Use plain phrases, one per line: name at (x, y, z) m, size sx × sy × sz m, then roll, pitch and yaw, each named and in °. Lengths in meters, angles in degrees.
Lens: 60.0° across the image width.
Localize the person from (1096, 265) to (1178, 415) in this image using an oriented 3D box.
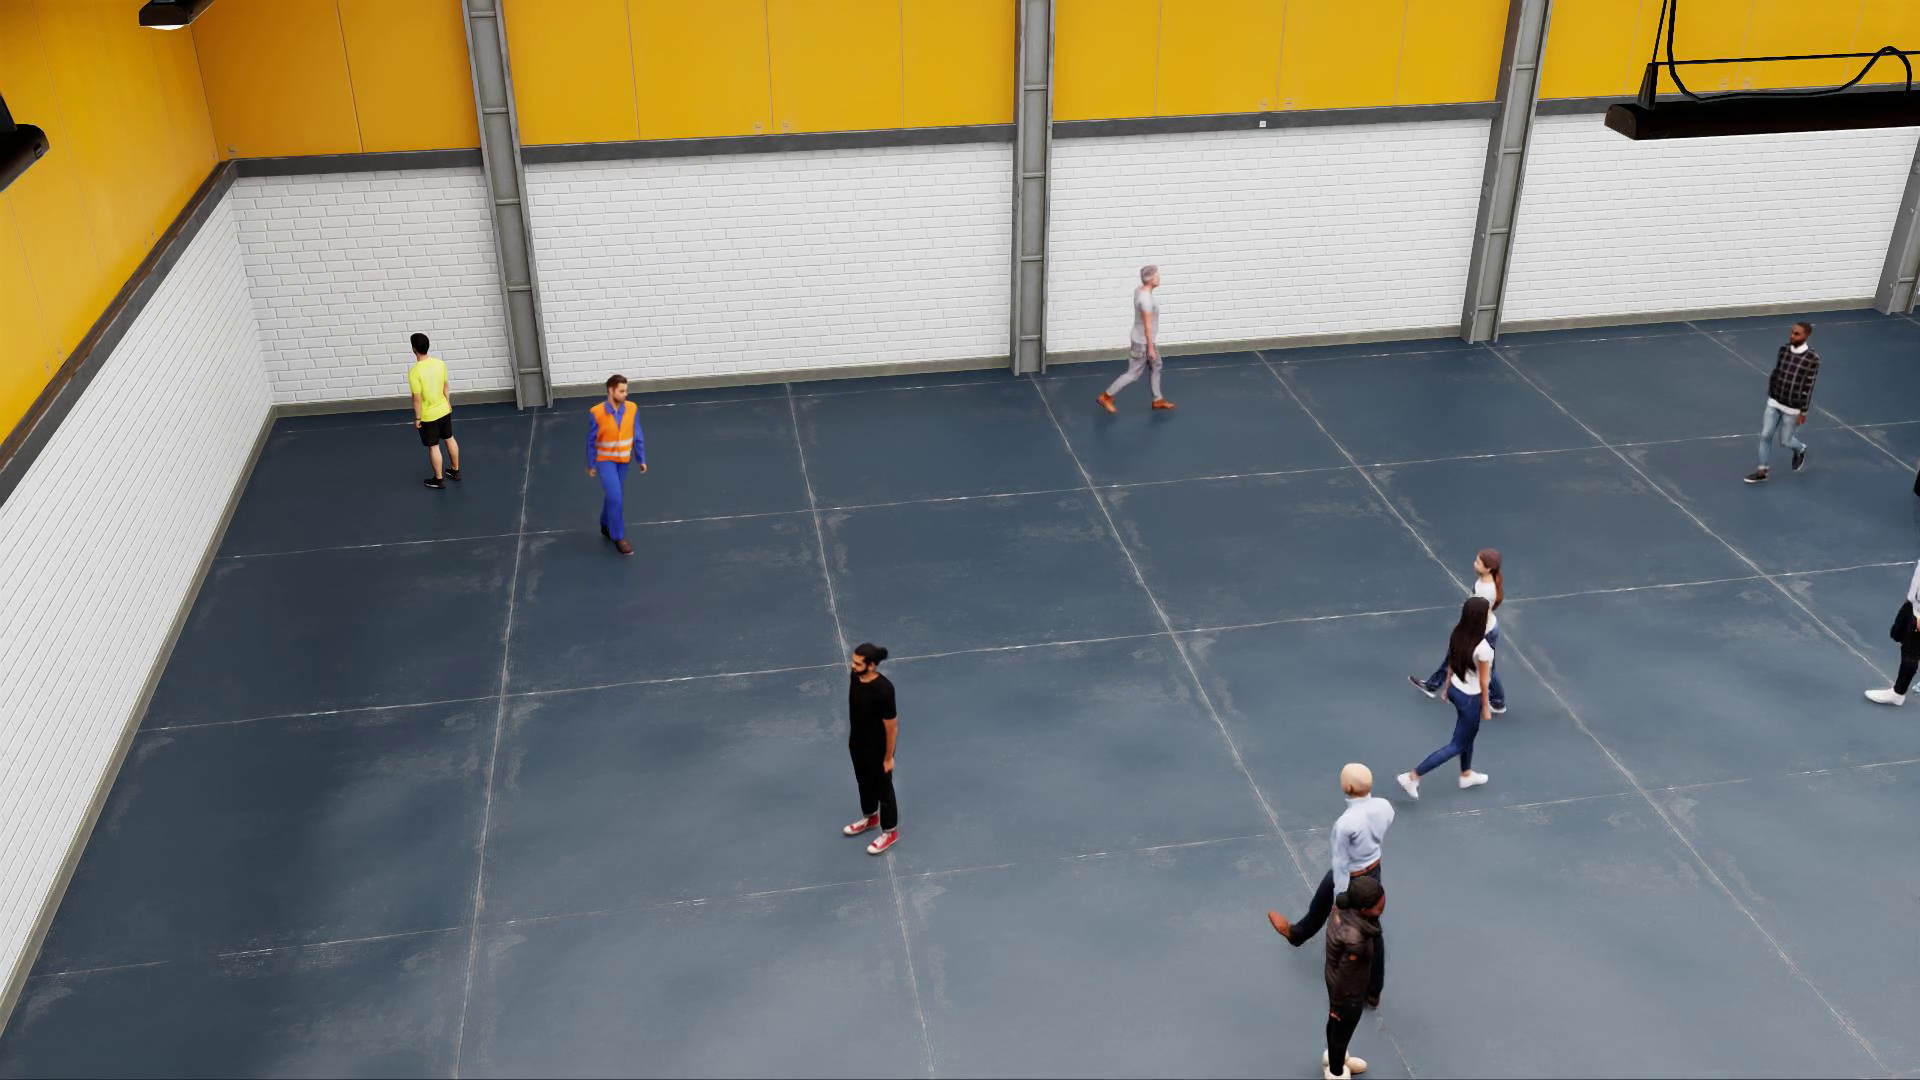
person at (2.009, -2.269, 19.147) m, size 1.252 × 1.789 × 0.841 m, roll 0°, pitch 29°, yaw 0°

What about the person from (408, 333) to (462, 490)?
person at (-5.573, -1.380, 17.603) m, size 0.750 × 1.708 × 0.687 m, roll 19°, pitch 34°, yaw 31°

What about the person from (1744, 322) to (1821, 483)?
person at (8.827, -1.452, 17.635) m, size 1.085 × 1.801 × 0.884 m, roll -15°, pitch 32°, yaw -25°

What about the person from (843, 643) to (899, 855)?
person at (-0.643, 1.503, 12.267) m, size 0.705 × 1.756 × 0.707 m, roll -22°, pitch 36°, yaw -35°

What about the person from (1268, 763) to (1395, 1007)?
person at (2.628, 2.288, 10.844) m, size 1.228 × 1.740 × 1.058 m, roll -17°, pitch 33°, yaw -28°

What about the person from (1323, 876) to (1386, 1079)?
person at (2.345, 2.716, 10.142) m, size 0.622 × 1.660 × 0.681 m, roll -5°, pitch 29°, yaw -8°

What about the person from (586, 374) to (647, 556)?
person at (-3.460, -0.769, 16.365) m, size 0.984 × 1.819 × 1.013 m, roll -17°, pitch 33°, yaw -28°

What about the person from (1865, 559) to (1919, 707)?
person at (8.139, 0.555, 13.835) m, size 1.011 × 1.917 × 0.914 m, roll 9°, pitch 30°, yaw 15°

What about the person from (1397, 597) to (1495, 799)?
person at (3.793, 1.255, 12.732) m, size 1.064 × 1.746 × 0.607 m, roll -6°, pitch 29°, yaw -11°

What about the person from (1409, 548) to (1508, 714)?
person at (4.392, 0.787, 13.825) m, size 1.120 × 1.520 × 0.873 m, roll 8°, pitch 30°, yaw 15°
